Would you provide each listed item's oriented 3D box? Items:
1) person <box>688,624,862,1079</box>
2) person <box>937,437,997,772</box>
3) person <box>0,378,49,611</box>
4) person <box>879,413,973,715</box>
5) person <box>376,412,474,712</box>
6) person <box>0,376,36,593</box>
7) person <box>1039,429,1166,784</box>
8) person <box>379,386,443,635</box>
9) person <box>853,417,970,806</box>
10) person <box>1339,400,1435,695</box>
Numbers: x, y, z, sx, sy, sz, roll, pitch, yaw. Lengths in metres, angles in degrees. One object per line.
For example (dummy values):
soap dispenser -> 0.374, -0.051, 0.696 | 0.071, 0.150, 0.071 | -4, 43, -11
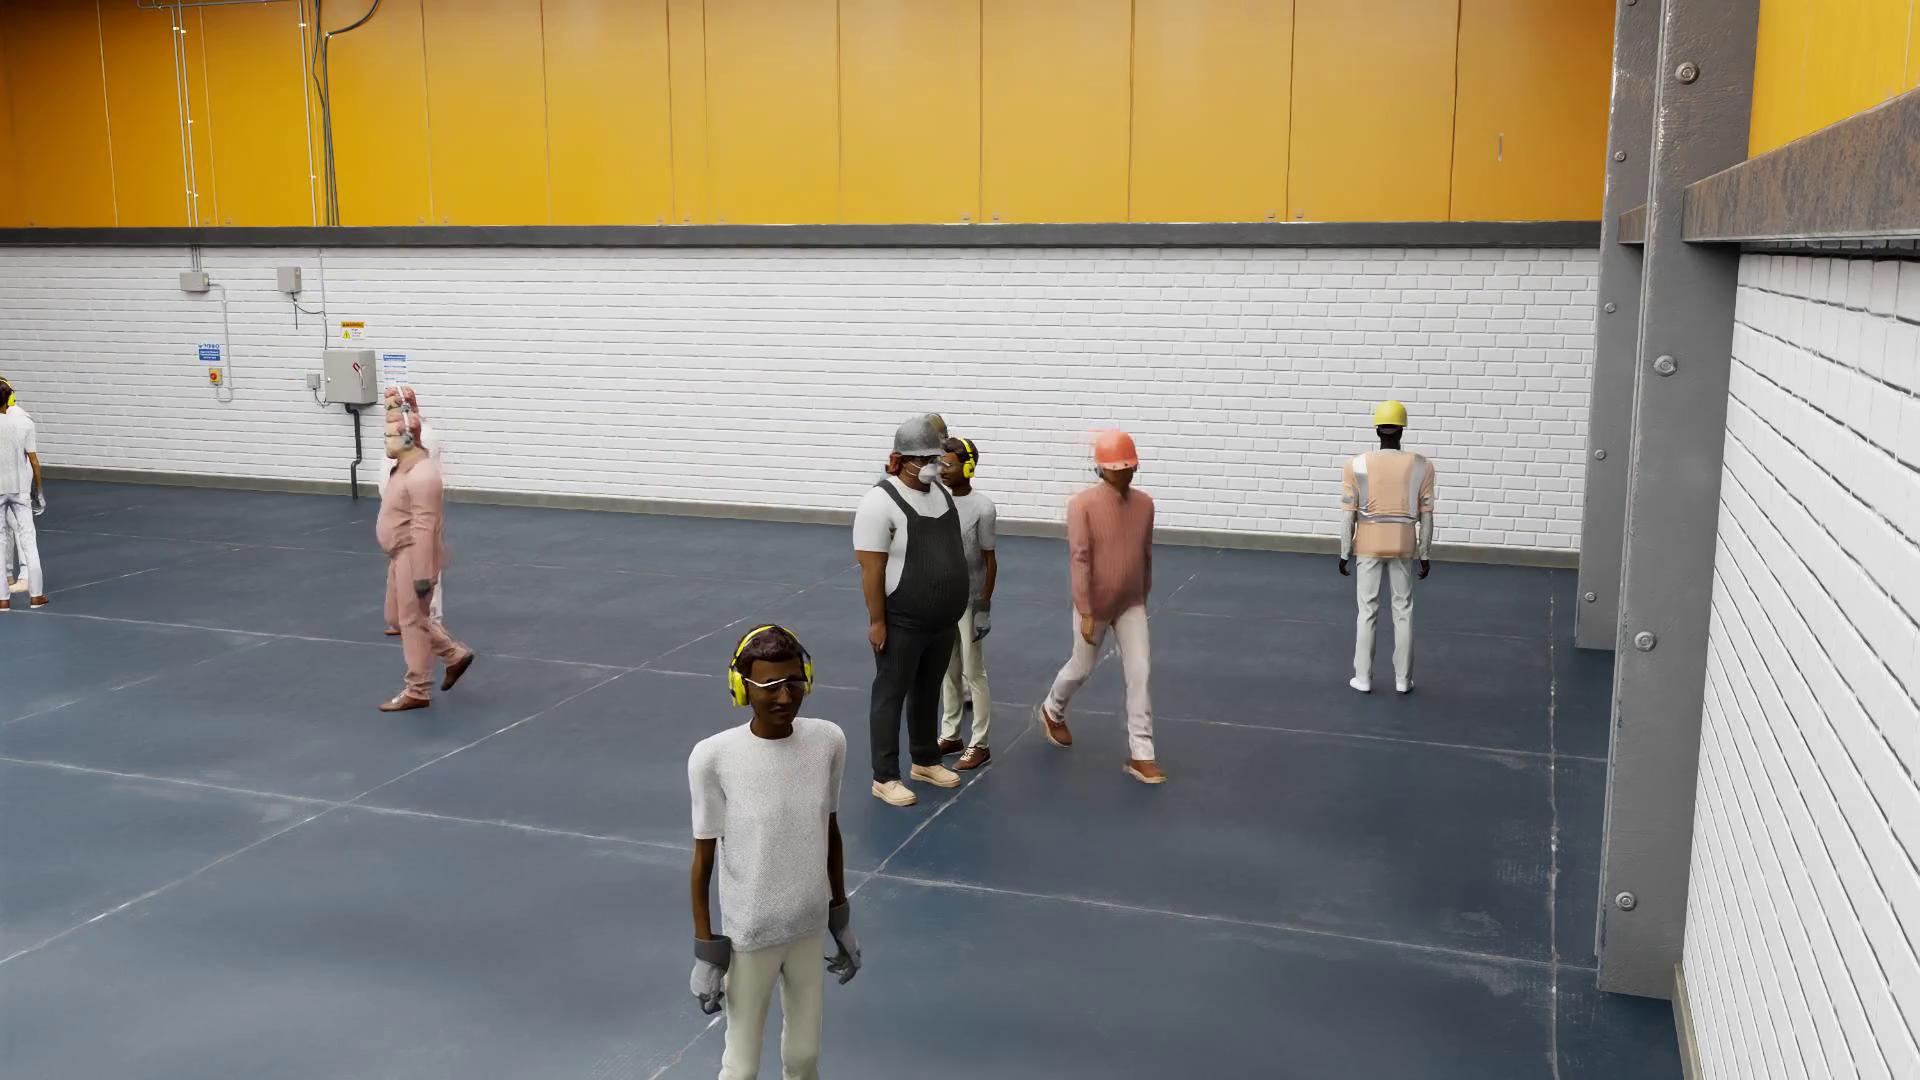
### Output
person -> -0.526, 1.152, 4.817 | 0.539, 1.869, 0.313 | -7, 12, -33
person -> -0.008, 0.352, 9.318 | 0.328, 1.872, 0.514 | -9, 13, -40
person -> -7.646, -0.365, 13.356 | 0.528, 1.871, 0.323 | -6, 11, -29
person -> -0.199, 0.141, 10.481 | 0.630, 1.872, 1.072 | -4, 11, -21
person -> -3.420, 0.132, 10.476 | 0.515, 1.894, 0.663 | -5, 11, -25
person -> -8.090, -0.474, 14.048 | 0.620, 1.845, 0.429 | 4, 11, 23
person -> 0.796, 0.321, 9.311 | 0.603, 1.949, 1.006 | -5, 11, -28
person -> -4.068, -0.189, 12.283 | 0.406, 1.901, 0.639 | -8, 13, -37
person -> -0.206, 0.361, 8.785 | 0.536, 2.000, 0.688 | 8, 13, 38
person -> 2.775, 0.051, 10.860 | 0.593, 1.922, 0.384 | 1, 10, 7
